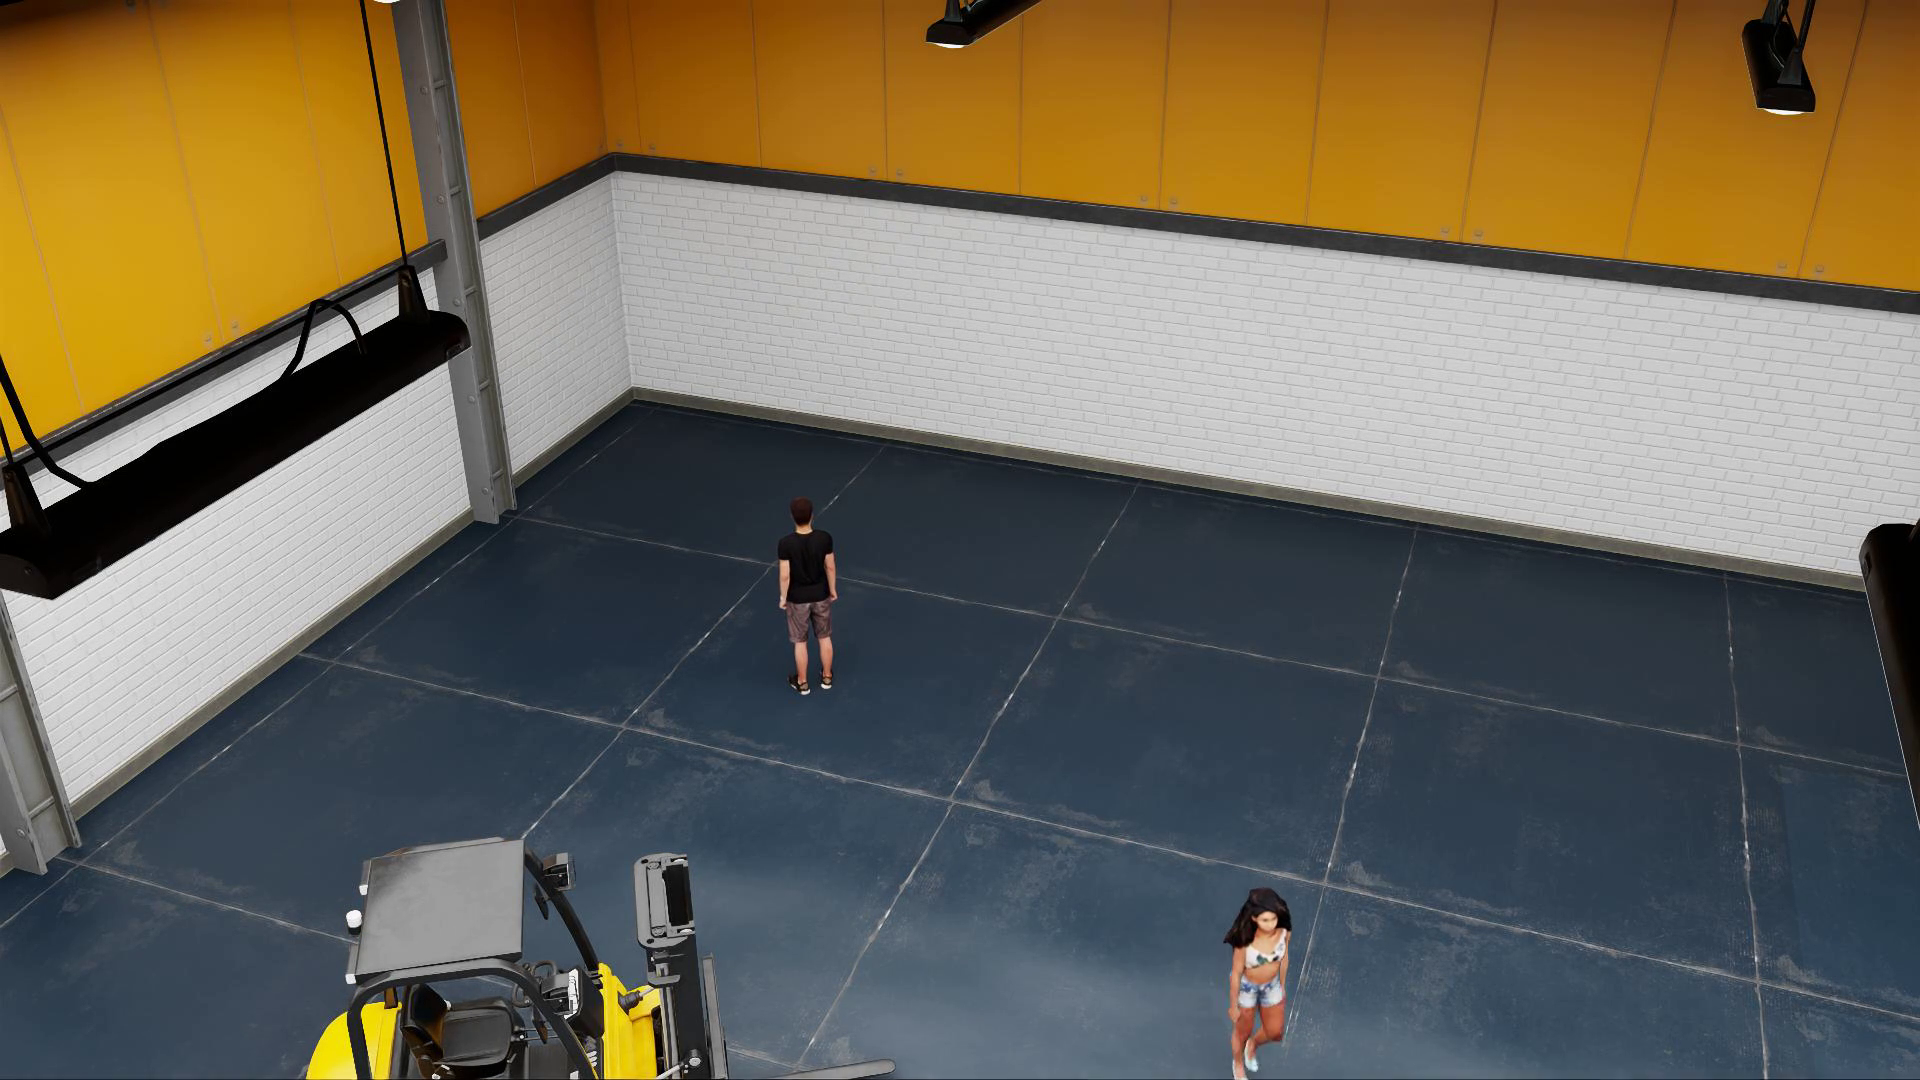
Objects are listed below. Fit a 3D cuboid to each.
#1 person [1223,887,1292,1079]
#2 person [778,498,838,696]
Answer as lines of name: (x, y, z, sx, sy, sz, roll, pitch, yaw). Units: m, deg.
person: (1.821, 2.780, 10.410, 0.708, 1.613, 0.762, -9, 30, -16)
person: (-1.315, 0.483, 14.366, 0.770, 1.859, 0.811, -10, 30, -18)
